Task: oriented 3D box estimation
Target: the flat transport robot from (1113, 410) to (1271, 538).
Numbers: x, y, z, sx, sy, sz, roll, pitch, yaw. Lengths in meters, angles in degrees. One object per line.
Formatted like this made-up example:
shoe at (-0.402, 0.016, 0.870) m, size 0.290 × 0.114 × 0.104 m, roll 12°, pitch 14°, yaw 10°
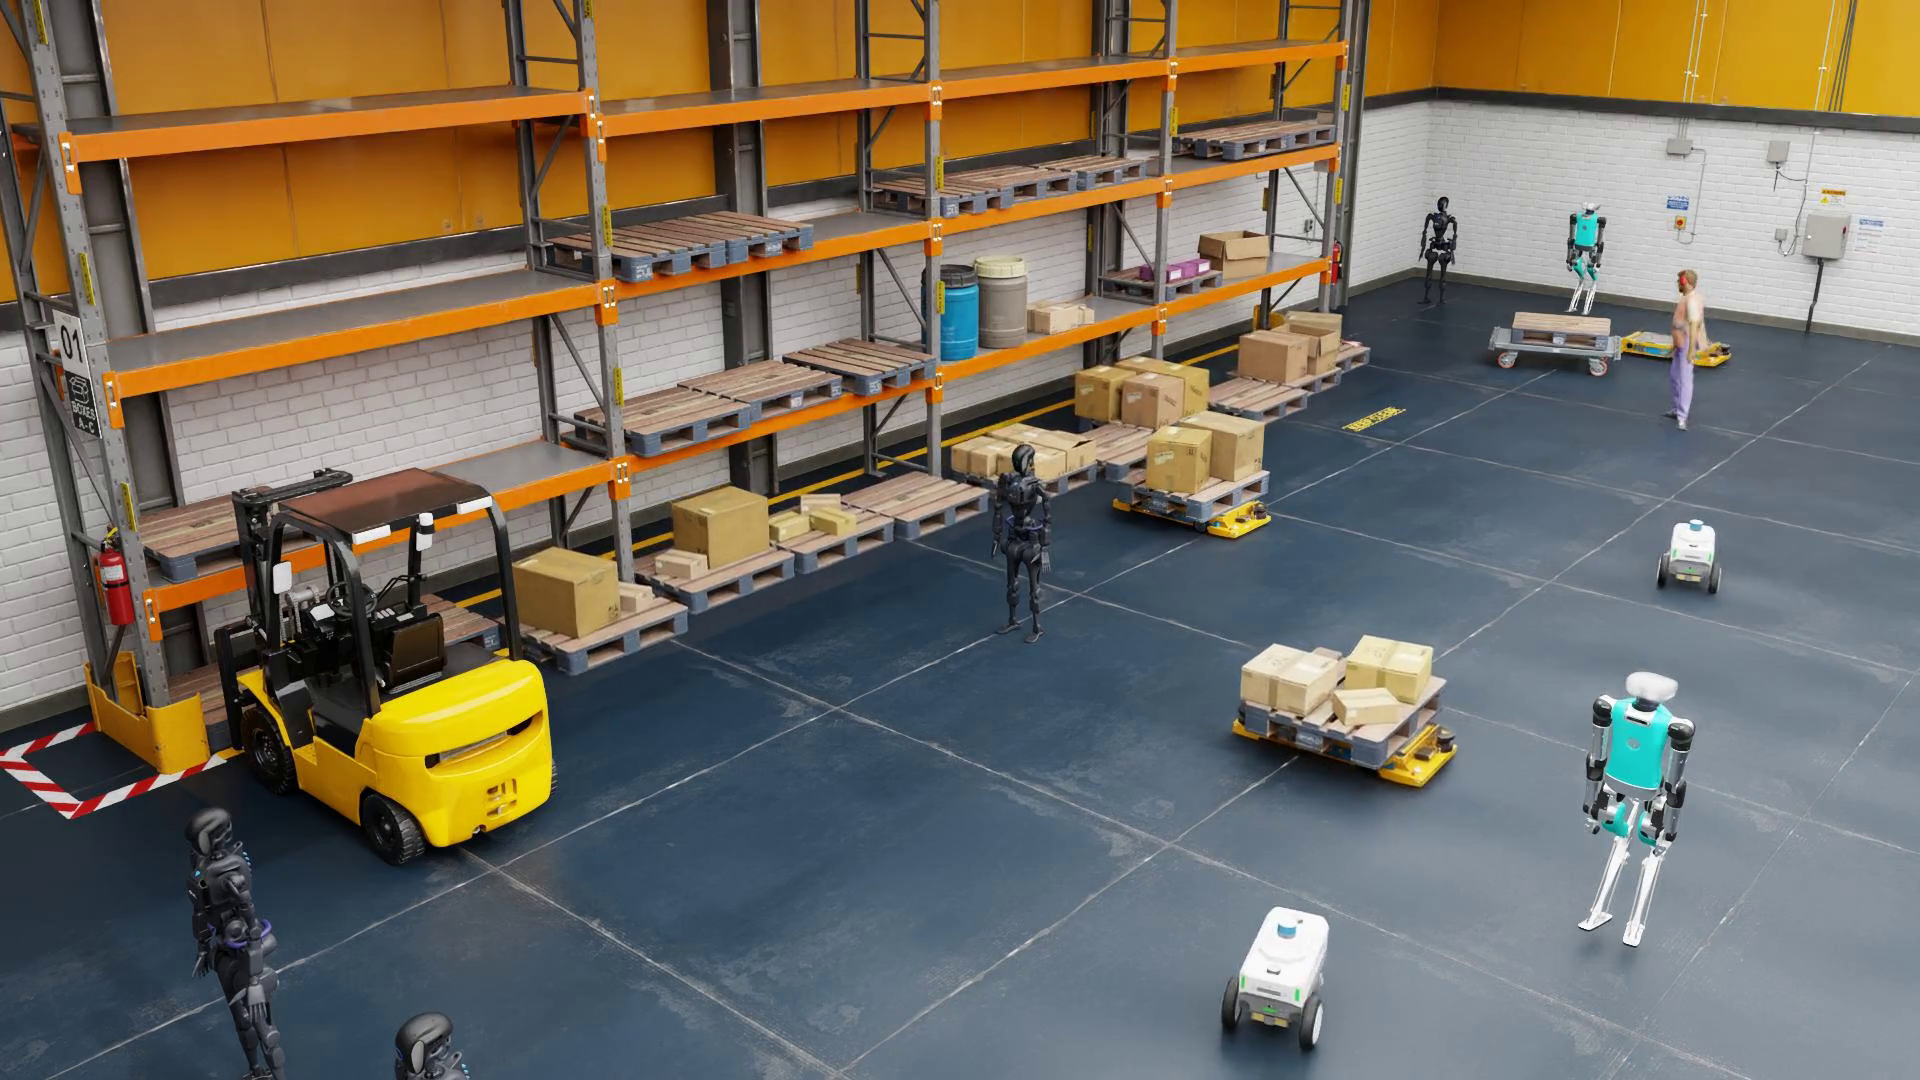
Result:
flat transport robot at (2.289, -0.330, 16.444) m, size 1.431 × 0.231 × 0.659 m, roll 17°, pitch 26°, yaw 38°

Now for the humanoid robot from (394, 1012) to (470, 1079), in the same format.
humanoid robot at (-2.005, 2.567, 6.542) m, size 0.599 × 1.657 × 0.315 m, roll 17°, pitch 26°, yaw 38°

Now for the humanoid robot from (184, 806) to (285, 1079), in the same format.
humanoid robot at (-3.488, 2.023, 8.018) m, size 0.599 × 1.656 × 0.315 m, roll 17°, pitch 26°, yaw 38°

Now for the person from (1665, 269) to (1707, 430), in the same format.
person at (8.463, -2.212, 19.337) m, size 0.389 × 1.806 × 0.731 m, roll 5°, pitch 21°, yaw 14°

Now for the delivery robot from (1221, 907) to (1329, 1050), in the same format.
delivery robot at (1.709, 2.316, 8.884) m, size 0.523 × 0.609 × 0.780 m, roll 9°, pitch 22°, yaw 22°

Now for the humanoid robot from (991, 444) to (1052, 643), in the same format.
humanoid robot at (0.515, 0.018, 13.449) m, size 0.599 × 1.656 × 0.315 m, roll 17°, pitch 26°, yaw 38°

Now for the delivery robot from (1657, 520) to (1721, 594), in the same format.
delivery robot at (6.495, 0.134, 14.797) m, size 0.523 × 0.609 × 0.780 m, roll 9°, pitch 22°, yaw 22°

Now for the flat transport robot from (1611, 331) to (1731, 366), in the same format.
flat transport robot at (9.639, -2.604, 22.606) m, size 1.431 × 0.231 × 0.659 m, roll 17°, pitch 26°, yaw 38°

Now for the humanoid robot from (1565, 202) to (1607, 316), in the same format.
humanoid robot at (9.290, -4.178, 24.559) m, size 0.533 × 1.677 × 0.735 m, roll 17°, pitch 26°, yaw 38°

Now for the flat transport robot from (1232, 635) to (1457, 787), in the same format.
flat transport robot at (2.737, 1.367, 11.846) m, size 1.431 × 0.231 × 0.659 m, roll 14°, pitch 25°, yaw 34°

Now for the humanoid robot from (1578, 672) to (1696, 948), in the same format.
humanoid robot at (3.828, 1.447, 9.317) m, size 0.533 × 1.677 × 0.735 m, roll 17°, pitch 26°, yaw 38°

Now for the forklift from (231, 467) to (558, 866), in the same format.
forklift at (-3.730, 0.710, 10.856) m, size 2.313 × 2.155 × 1.214 m, roll 17°, pitch 26°, yaw 38°

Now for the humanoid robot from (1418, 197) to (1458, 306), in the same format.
humanoid robot at (7.349, -4.436, 25.517) m, size 0.599 × 1.656 × 0.315 m, roll 17°, pitch 26°, yaw 38°
